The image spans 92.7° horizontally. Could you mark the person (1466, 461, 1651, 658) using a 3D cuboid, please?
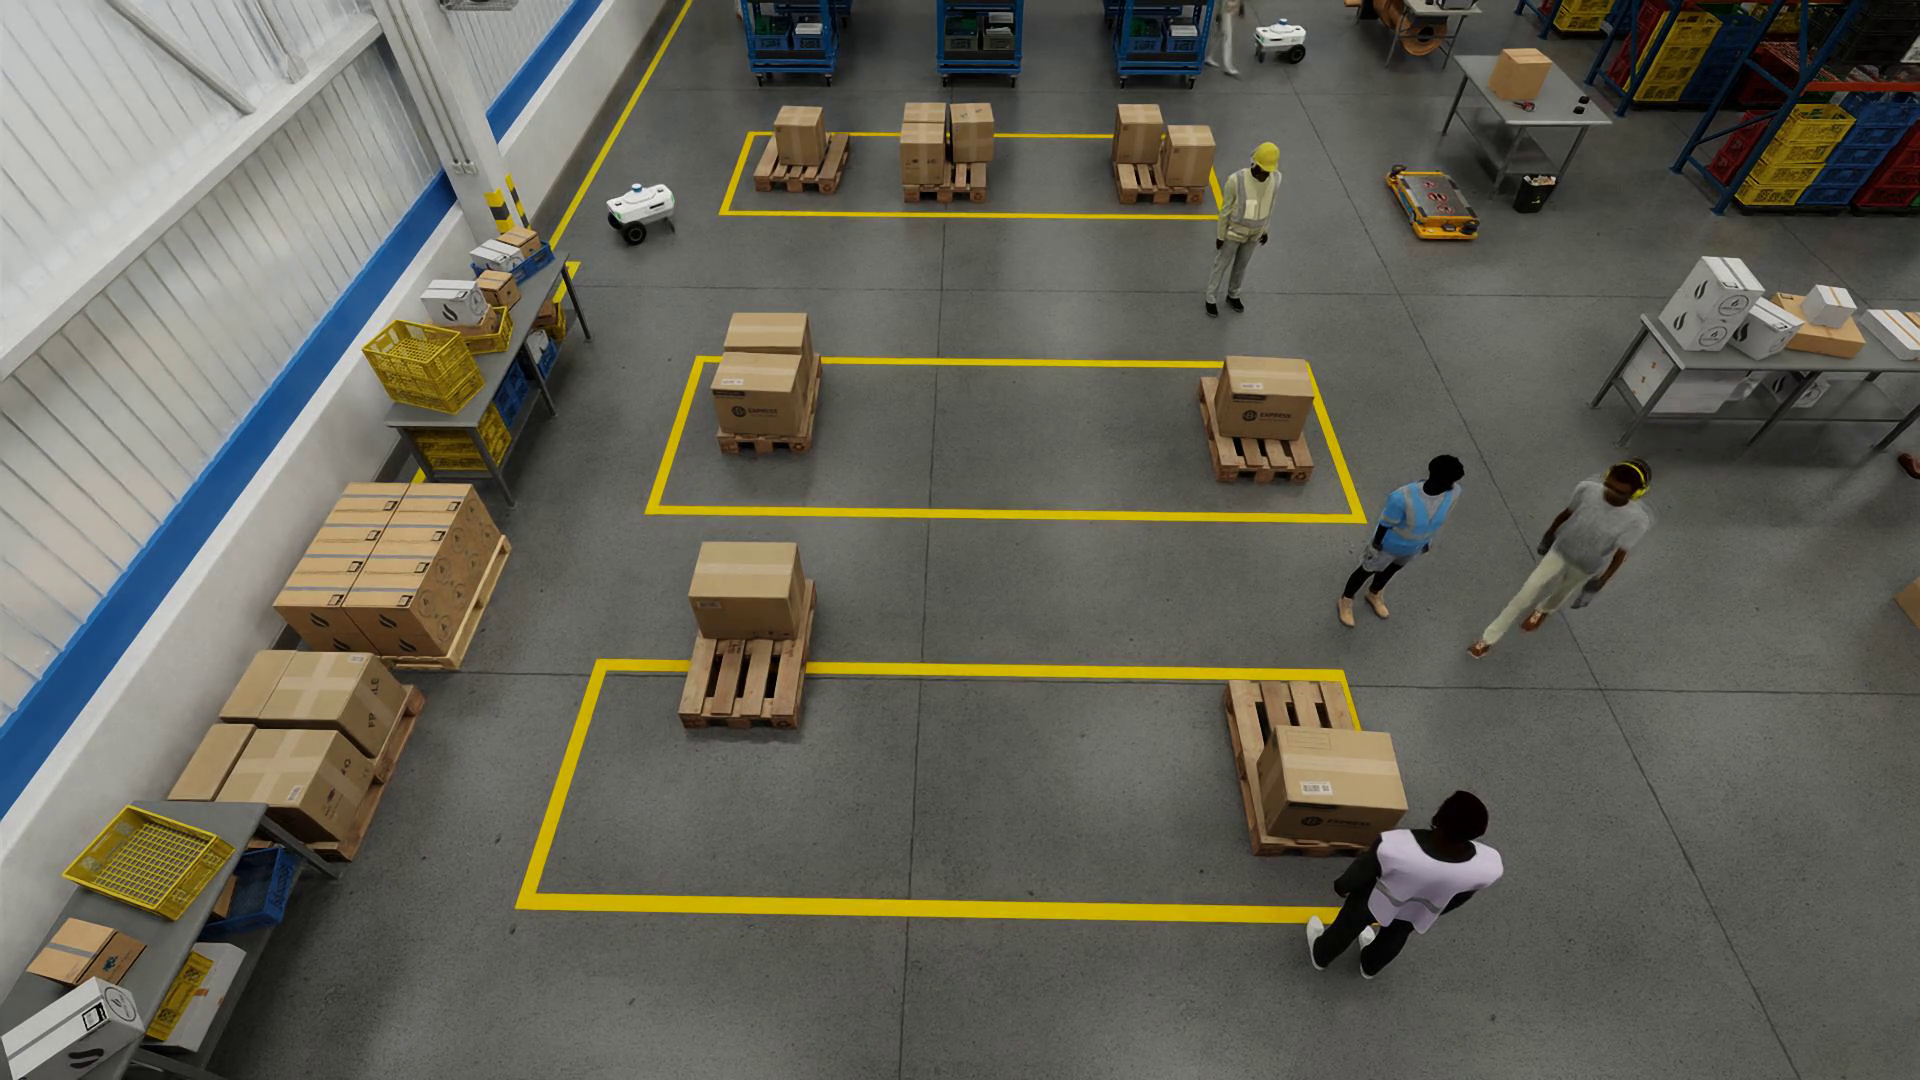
[{"bbox_3d":[4.211,0.178,6.355,0.996,1.812,0.525,-32,56,-25],"label":"person"}]

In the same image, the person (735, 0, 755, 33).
[{"bbox_3d":[-3.436,-8.950,14.160,0.619,1.944,0.965,-30,56,-24],"label":"person"}]

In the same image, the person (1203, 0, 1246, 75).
[{"bbox_3d":[3.927,-7.644,13.247,0.589,1.609,0.524,29,55,23],"label":"person"}]

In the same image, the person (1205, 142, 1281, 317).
[{"bbox_3d":[2.839,-3.090,9.171,0.586,1.823,0.404,-12,50,-10],"label":"person"}]

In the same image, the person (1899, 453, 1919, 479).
[{"bbox_3d":[8.685,-1.241,7.516,0.652,1.906,0.402,16,51,13],"label":"person"}]

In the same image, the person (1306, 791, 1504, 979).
[{"bbox_3d":[2.300,1.876,4.817,0.592,1.910,0.384,8,50,7],"label":"person"}]

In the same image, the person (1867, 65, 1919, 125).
[{"bbox_3d":[12.484,-6.139,11.794,0.814,1.840,0.605,4,49,3],"label":"person"}]

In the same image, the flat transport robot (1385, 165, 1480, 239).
[{"bbox_3d":[5.692,-4.094,11.059,0.652,0.197,1.431,1,49,1],"label":"flat transport robot"}]

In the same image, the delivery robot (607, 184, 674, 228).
[{"bbox_3d":[-3.692,-3.886,10.633,0.707,0.478,0.477,-29,55,-23],"label":"delivery robot"}]

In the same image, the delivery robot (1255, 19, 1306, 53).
[{"bbox_3d":[4.824,-7.596,13.844,0.707,0.478,0.477,-6,49,-5],"label":"delivery robot"}]

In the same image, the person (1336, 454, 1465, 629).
[{"bbox_3d":[3.165,0.004,6.574,0.536,1.695,0.322,-10,50,-9],"label":"person"}]
